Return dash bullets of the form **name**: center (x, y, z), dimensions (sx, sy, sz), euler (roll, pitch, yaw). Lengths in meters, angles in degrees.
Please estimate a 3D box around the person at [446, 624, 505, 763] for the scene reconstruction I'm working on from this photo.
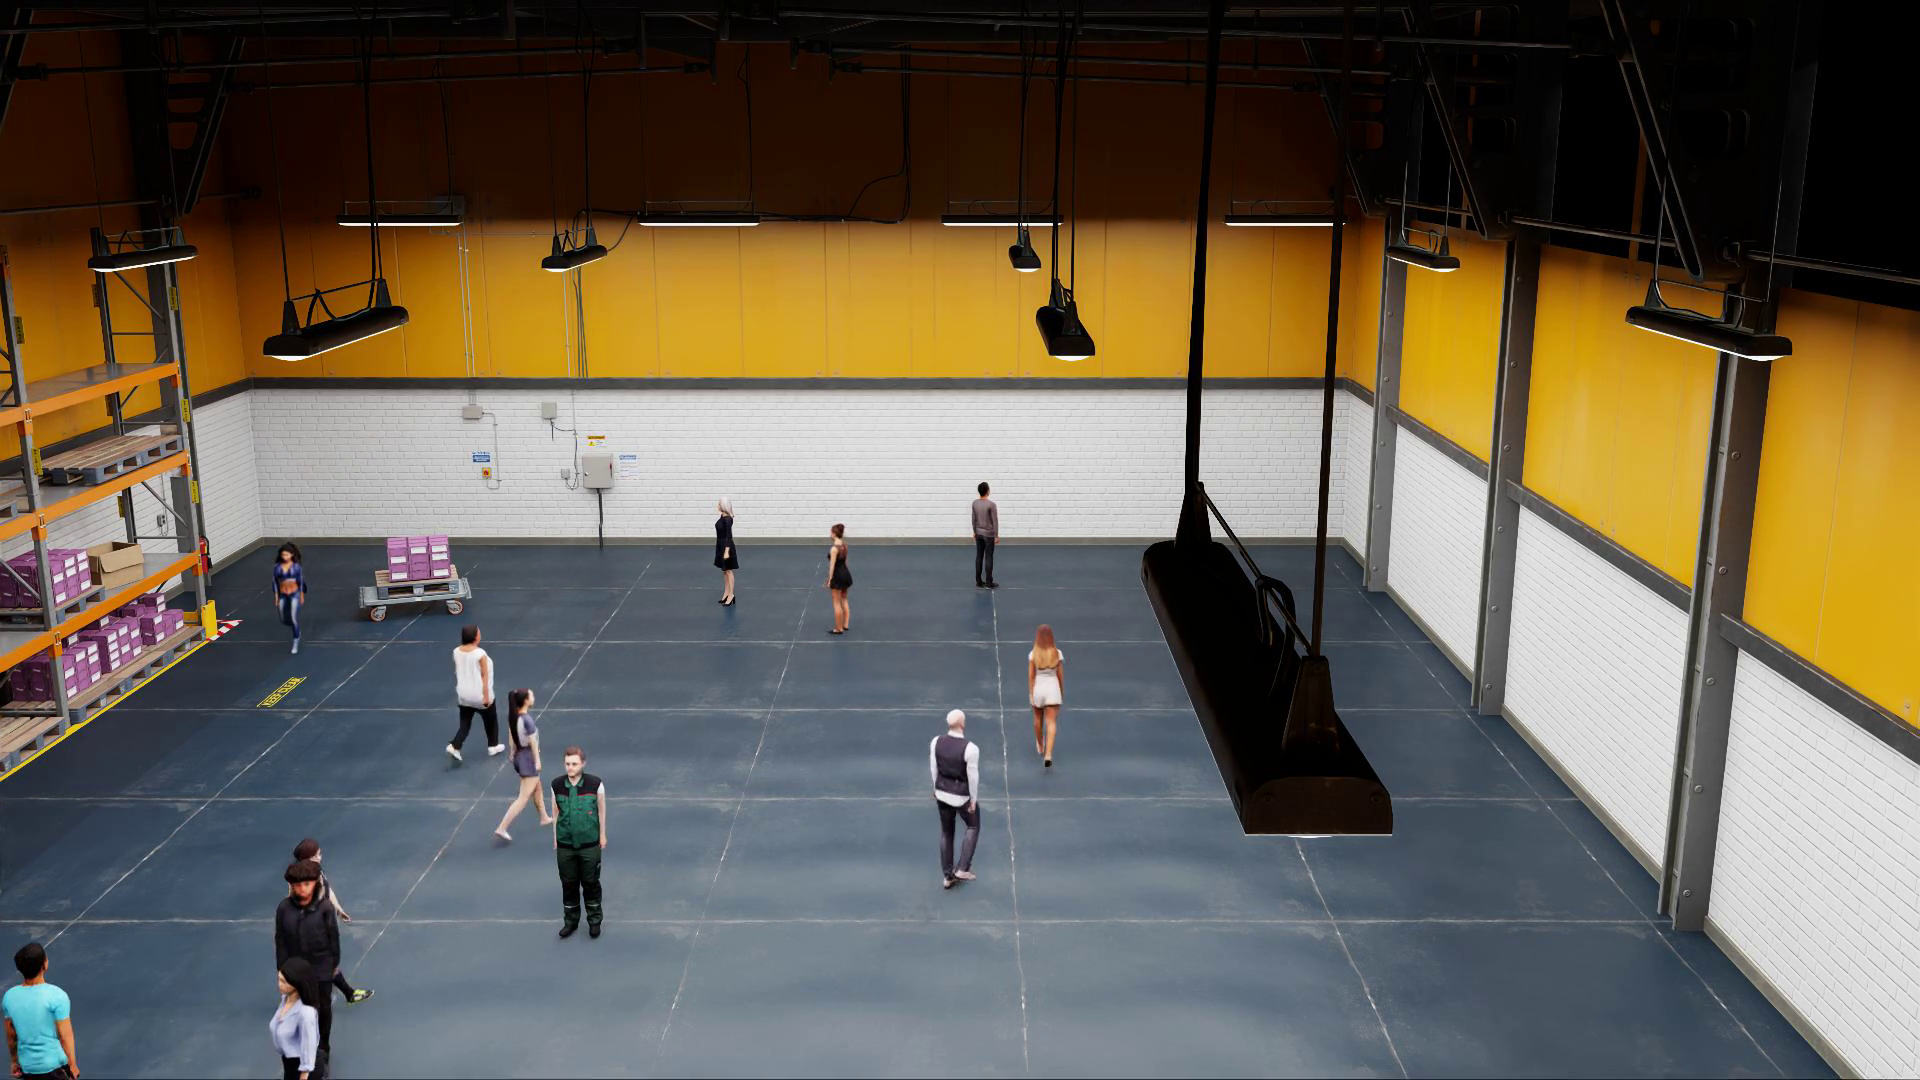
- **person**: center (-5.772, 1.822, 19.656), dimensions (0.942, 1.664, 1.139), euler (7, 15, 26)

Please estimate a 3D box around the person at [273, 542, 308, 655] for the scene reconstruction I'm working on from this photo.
- **person**: center (-9.624, 0.818, 23.922), dimensions (0.655, 1.607, 0.807), euler (-1, 14, -5)

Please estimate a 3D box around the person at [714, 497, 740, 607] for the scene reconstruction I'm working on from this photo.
- **person**: center (-3.714, 0.166, 26.319), dimensions (0.749, 1.746, 0.631), euler (-6, 15, -22)

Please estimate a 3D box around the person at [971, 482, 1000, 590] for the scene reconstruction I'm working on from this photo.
- **person**: center (0.397, -0.082, 27.295), dimensions (0.717, 1.768, 0.727), euler (6, 15, 24)

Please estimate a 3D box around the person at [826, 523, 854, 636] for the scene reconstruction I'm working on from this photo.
- **person**: center (-1.797, 0.571, 24.789), dimensions (0.728, 1.678, 0.629), euler (7, 15, 27)

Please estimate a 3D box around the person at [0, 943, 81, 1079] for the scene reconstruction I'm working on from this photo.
- **person**: center (-6.452, 3.715, 11.634), dimensions (0.649, 1.758, 0.925), euler (1, 14, 4)

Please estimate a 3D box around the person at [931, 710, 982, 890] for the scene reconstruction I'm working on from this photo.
- **person**: center (-0.084, 2.562, 16.283), dimensions (0.787, 1.812, 0.778), euler (6, 15, 22)

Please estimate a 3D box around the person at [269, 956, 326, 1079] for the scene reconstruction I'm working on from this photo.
- **person**: center (-4.571, 3.710, 11.686), dimensions (0.790, 1.743, 0.716), euler (-12, 18, -40)

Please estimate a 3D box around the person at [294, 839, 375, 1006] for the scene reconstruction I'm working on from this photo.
- **person**: center (-5.550, 3.257, 14.061), dimensions (0.636, 1.507, 0.975), euler (-1, 14, -3)

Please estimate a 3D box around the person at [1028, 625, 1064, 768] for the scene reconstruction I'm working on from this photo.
- **person**: center (1.015, 1.850, 19.541), dimensions (0.637, 1.663, 1.121), euler (1, 14, 6)

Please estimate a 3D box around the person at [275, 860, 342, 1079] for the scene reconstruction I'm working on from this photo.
- **person**: center (-5.160, 3.337, 13.174), dimensions (0.778, 1.768, 0.988), euler (-4, 14, -15)

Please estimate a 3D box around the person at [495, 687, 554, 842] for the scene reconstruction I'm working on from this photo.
- **person**: center (-4.633, 2.373, 17.477), dimensions (1.083, 1.617, 1.047), euler (-12, 18, -40)

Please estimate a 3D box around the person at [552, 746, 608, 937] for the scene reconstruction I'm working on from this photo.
- **person**: center (-3.518, 2.770, 15.364), dimensions (0.639, 1.841, 0.563), euler (0, 14, -2)
